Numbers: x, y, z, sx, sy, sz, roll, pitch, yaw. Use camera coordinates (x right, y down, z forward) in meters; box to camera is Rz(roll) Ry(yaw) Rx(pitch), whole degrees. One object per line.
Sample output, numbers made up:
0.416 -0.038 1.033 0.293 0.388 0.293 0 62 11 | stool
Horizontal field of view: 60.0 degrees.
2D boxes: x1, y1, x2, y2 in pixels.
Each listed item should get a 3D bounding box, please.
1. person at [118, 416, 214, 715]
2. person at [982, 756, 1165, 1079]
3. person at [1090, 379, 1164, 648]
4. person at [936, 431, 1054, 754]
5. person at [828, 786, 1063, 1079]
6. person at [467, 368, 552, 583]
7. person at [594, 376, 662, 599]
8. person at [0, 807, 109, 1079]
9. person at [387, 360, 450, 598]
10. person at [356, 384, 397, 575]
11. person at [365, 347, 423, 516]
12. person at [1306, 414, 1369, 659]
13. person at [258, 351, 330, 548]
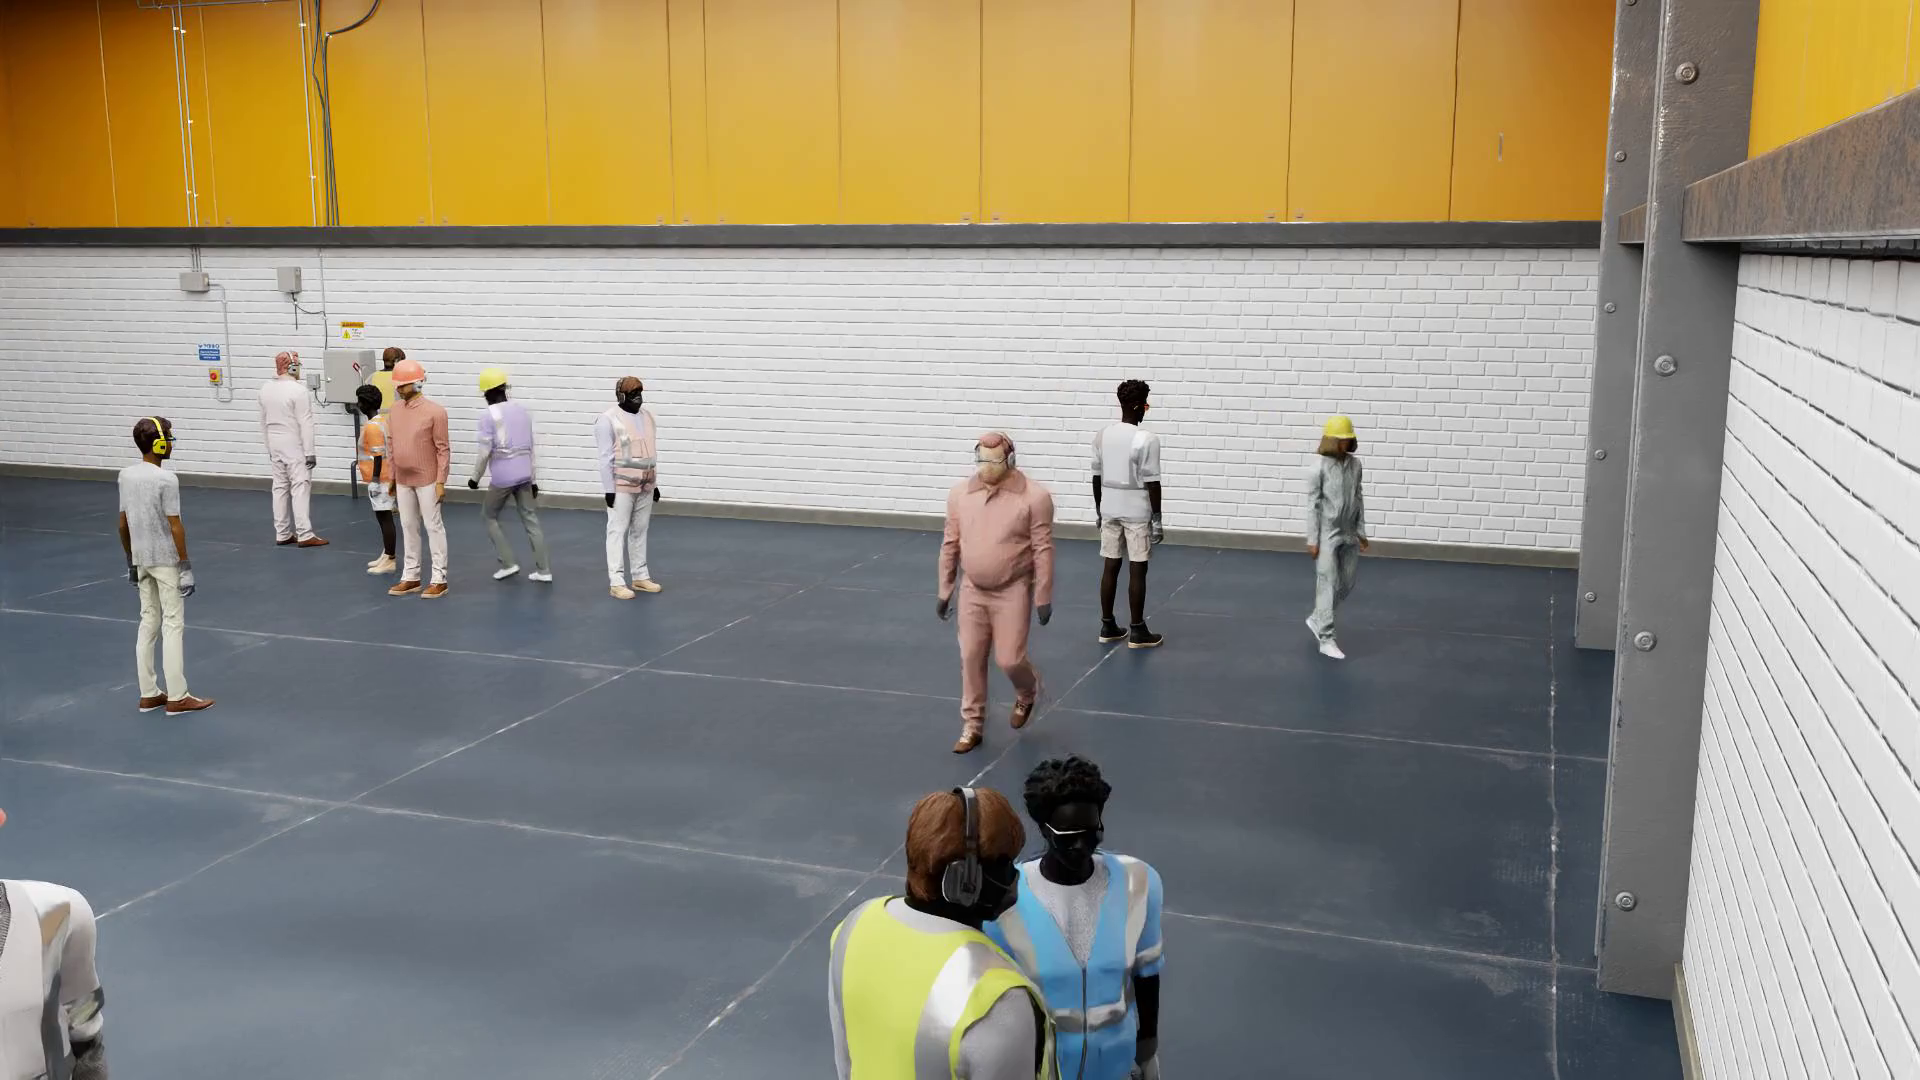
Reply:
-5.006 0.160 10.404 0.535 1.868 0.309 5 11 24 | person
0.239 1.326 4.372 0.548 1.672 0.604 -3 10 -16 | person
1.233 -0.196 12.130 0.613 1.964 0.361 10 14 43 | person
0.229 0.290 9.642 0.707 1.883 0.564 5 11 28 | person
-0.006 1.407 3.474 0.430 1.839 0.619 -7 12 -35 | person
-3.873 -0.537 14.323 0.637 1.865 0.608 6 12 30 | person
-2.739 -0.445 13.885 0.430 1.845 0.619 7 12 34 | person
-2.034 1.358 3.461 0.552 1.936 0.358 -9 14 -42 | person
-4.519 -0.505 13.819 0.609 1.986 0.391 4 11 23 | person
-5.193 -0.541 14.832 0.322 1.698 0.533 -3 10 -14 | person
-6.055 -1.156 17.912 0.621 1.838 0.429 3 11 18 | person
2.685 -0.041 11.967 0.524 1.755 0.502 -7 12 -33 | person
-6.479 -0.881 16.163 0.642 1.908 0.399 6 12 29 | person
